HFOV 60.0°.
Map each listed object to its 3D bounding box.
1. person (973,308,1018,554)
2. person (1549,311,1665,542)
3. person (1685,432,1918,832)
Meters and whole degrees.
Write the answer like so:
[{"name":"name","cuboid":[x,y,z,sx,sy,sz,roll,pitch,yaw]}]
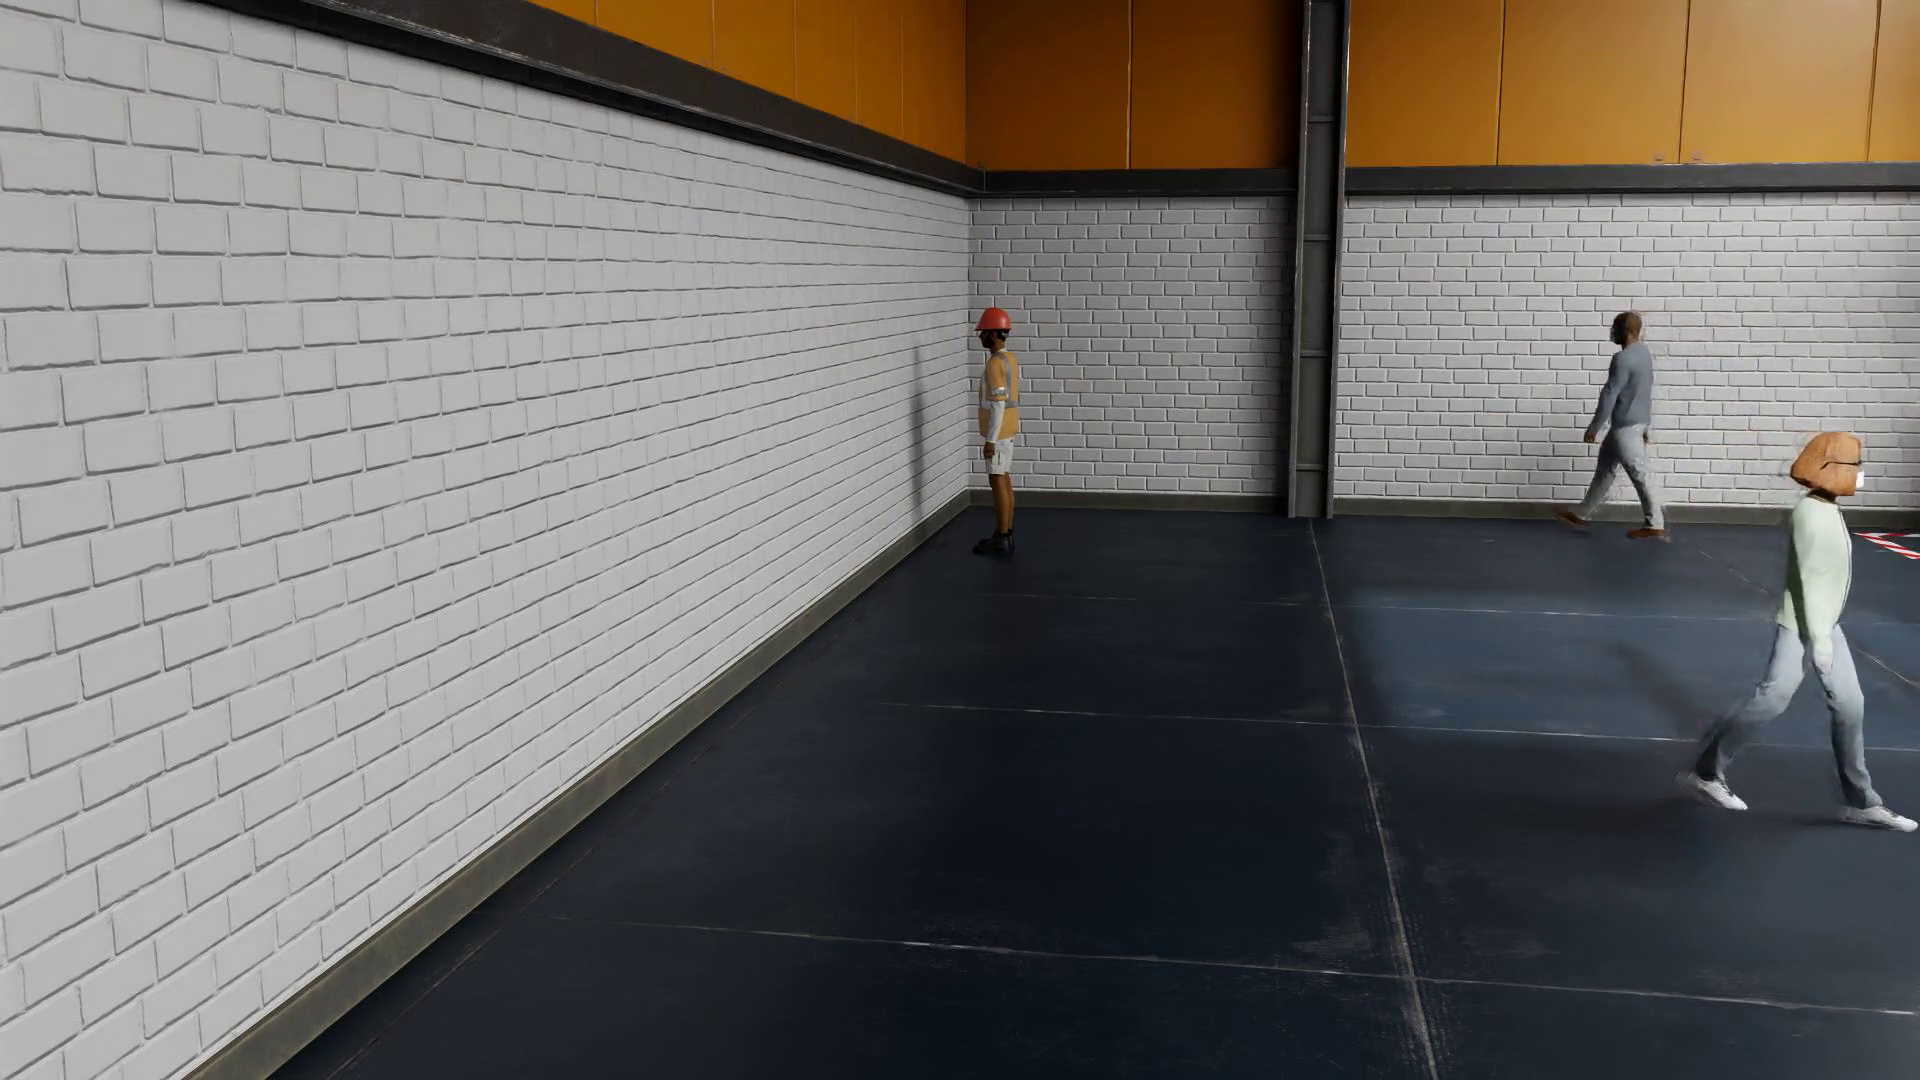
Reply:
[{"name":"person","cuboid":[0.274,-0.854,13.099,0.356,1.937,0.552,2,9,12]},{"name":"person","cuboid":[5.465,-0.955,13.881,1.014,1.884,0.635,6,11,34]},{"name":"person","cuboid":[3.395,0.351,6.692,0.839,1.593,0.513,6,11,35]}]
